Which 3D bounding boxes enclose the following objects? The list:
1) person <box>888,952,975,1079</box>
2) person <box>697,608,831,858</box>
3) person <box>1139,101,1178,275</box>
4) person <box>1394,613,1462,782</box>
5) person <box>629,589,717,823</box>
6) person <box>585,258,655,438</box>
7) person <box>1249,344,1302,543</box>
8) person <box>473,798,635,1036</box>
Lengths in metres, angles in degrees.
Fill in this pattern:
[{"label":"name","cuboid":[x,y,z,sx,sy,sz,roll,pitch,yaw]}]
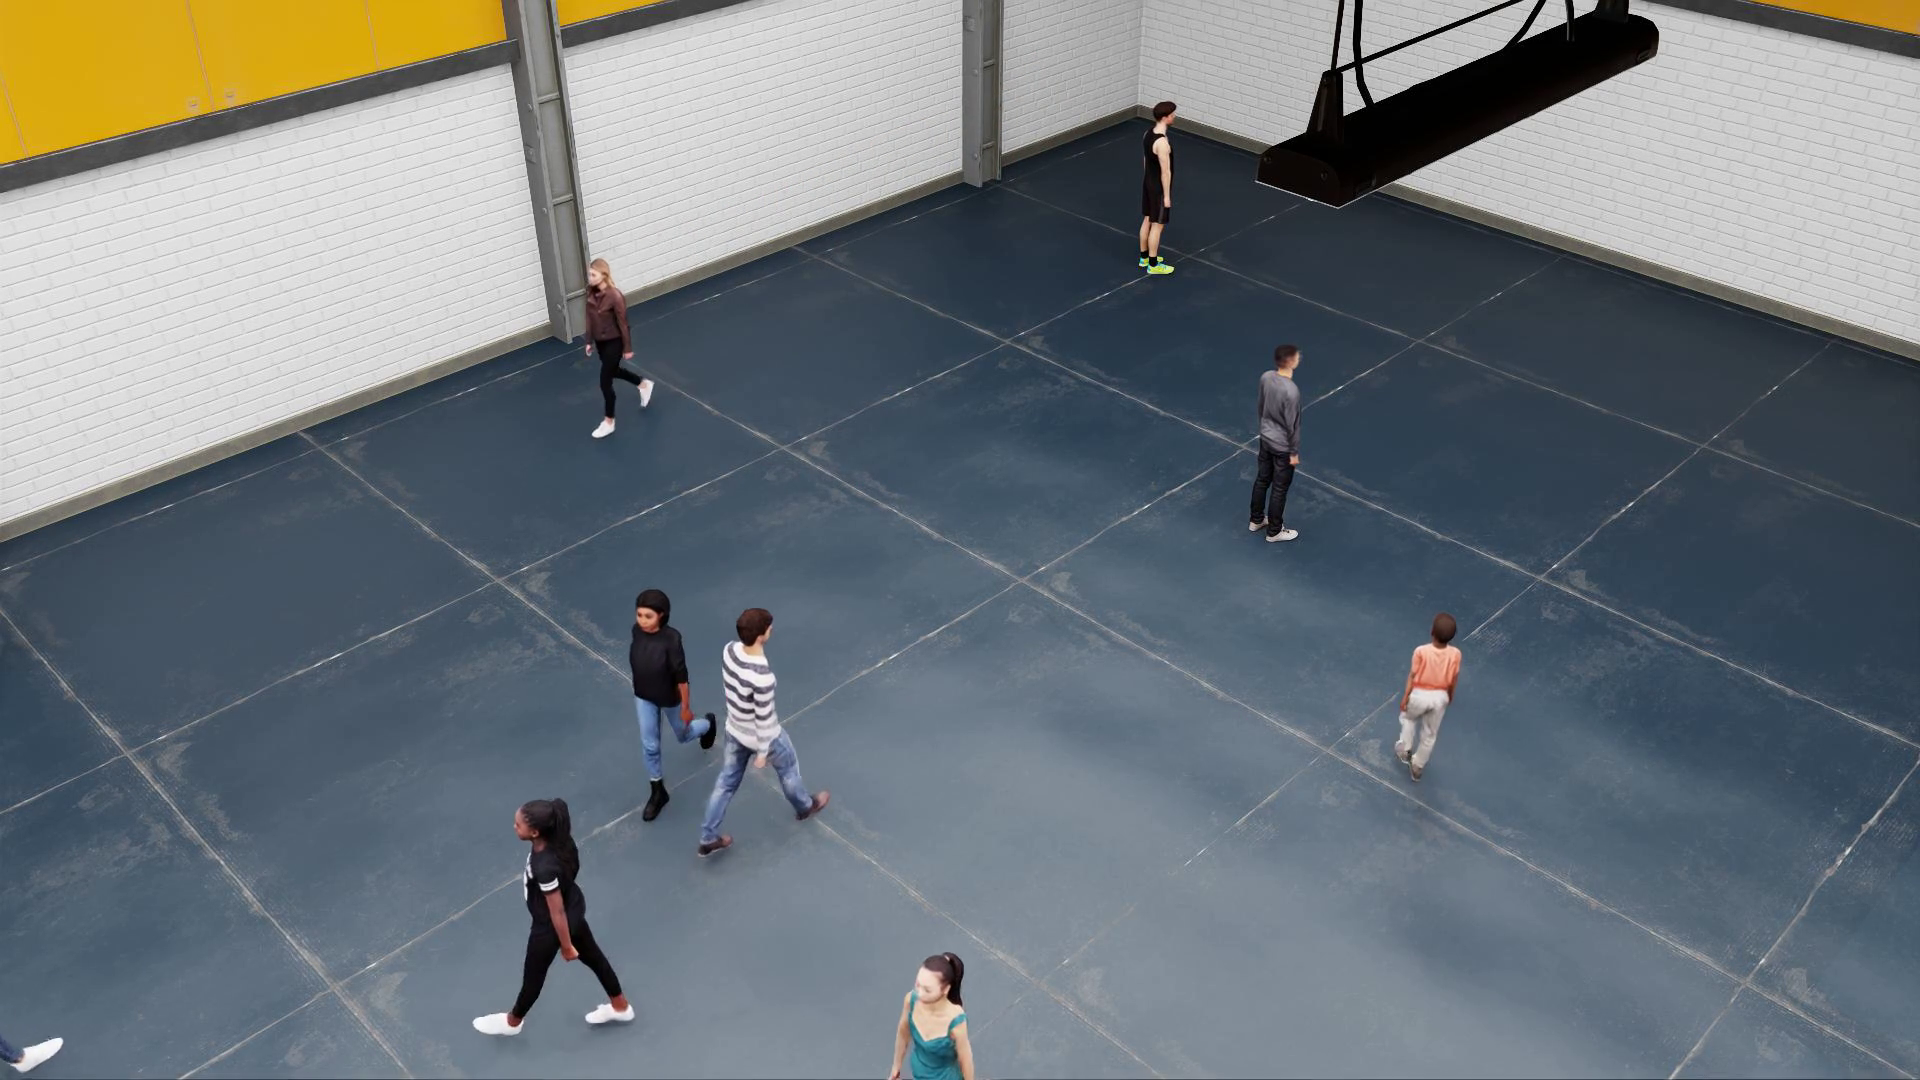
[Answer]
[{"label":"person","cuboid":[-0.056,2.690,8.432,0.588,1.644,1.025,28,43,35]},{"label":"person","cuboid":[-1.388,1.249,10.457,1.191,1.801,0.637,-29,43,-36]},{"label":"person","cuboid":[2.138,-3.822,18.006,0.756,1.890,0.780,-10,35,-14]},{"label":"person","cuboid":[3.149,1.083,11.157,0.655,1.302,0.717,4,34,6]},{"label":"person","cuboid":[-1.910,0.997,10.954,0.873,1.671,1.133,11,35,16]},{"label":"person","cuboid":[-3.139,-1.812,15.176,0.691,1.676,1.095,24,40,31]},{"label":"person","cuboid":[2.598,-0.802,13.579,0.627,1.761,0.669,-18,38,-25]},{"label":"person","cuboid":[-2.138,2.117,9.255,1.192,1.687,1.057,-4,34,-6]}]
